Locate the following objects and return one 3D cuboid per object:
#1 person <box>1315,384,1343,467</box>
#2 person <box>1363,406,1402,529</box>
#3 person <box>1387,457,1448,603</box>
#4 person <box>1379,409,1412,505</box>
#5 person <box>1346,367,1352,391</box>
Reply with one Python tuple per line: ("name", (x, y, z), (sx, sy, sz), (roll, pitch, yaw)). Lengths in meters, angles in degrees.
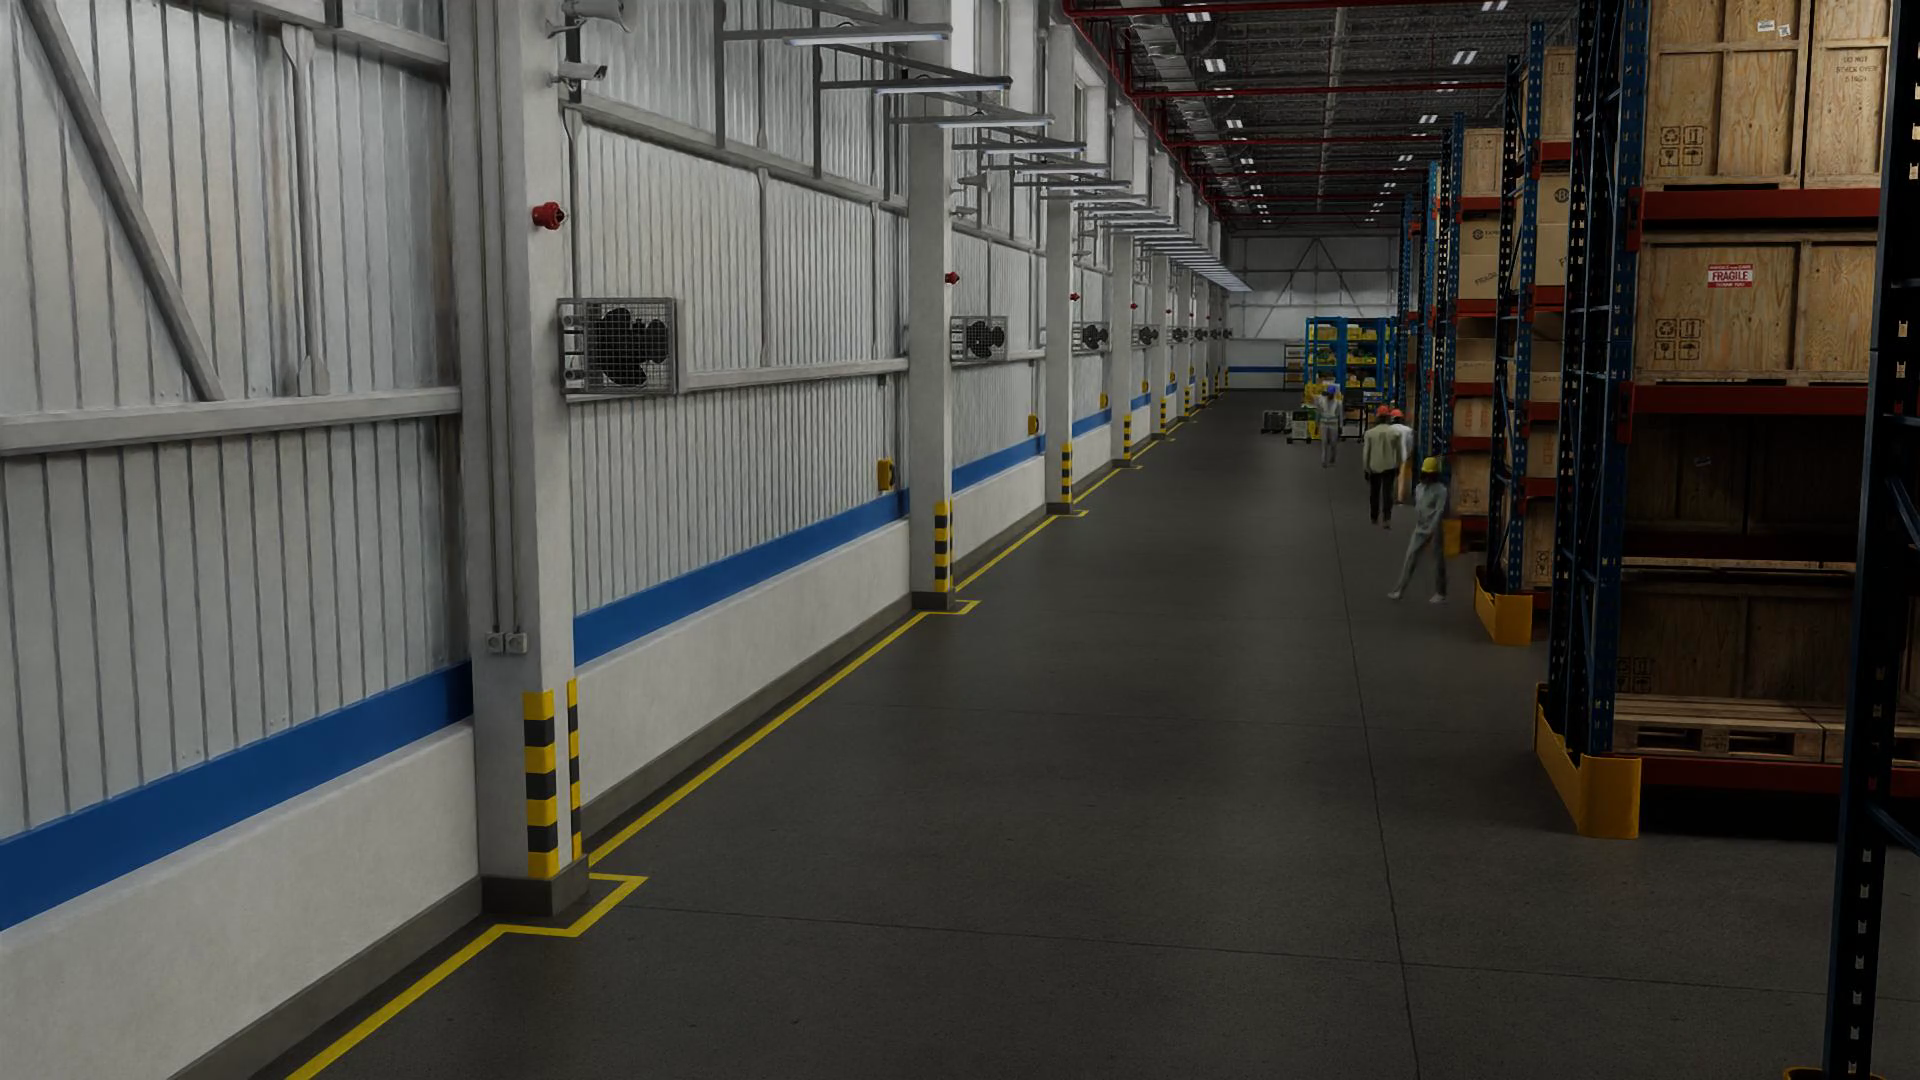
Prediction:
("person", (8.442, -2.608, 38.052), (0.630, 1.925, 0.458), (1, 7, 10))
("person", (6.703, -1.158, 26.400), (0.607, 1.951, 1.049), (2, 7, 12))
("person", (5.280, -0.094, 18.838), (0.878, 1.689, 0.486), (-5, 9, -37))
("person", (7.845, -1.500, 30.010), (0.565, 1.709, 0.877), (0, 7, -1))
("person", (14.598, -5.583, 62.226), (0.390, 1.838, 0.563), (1, 7, 11))
